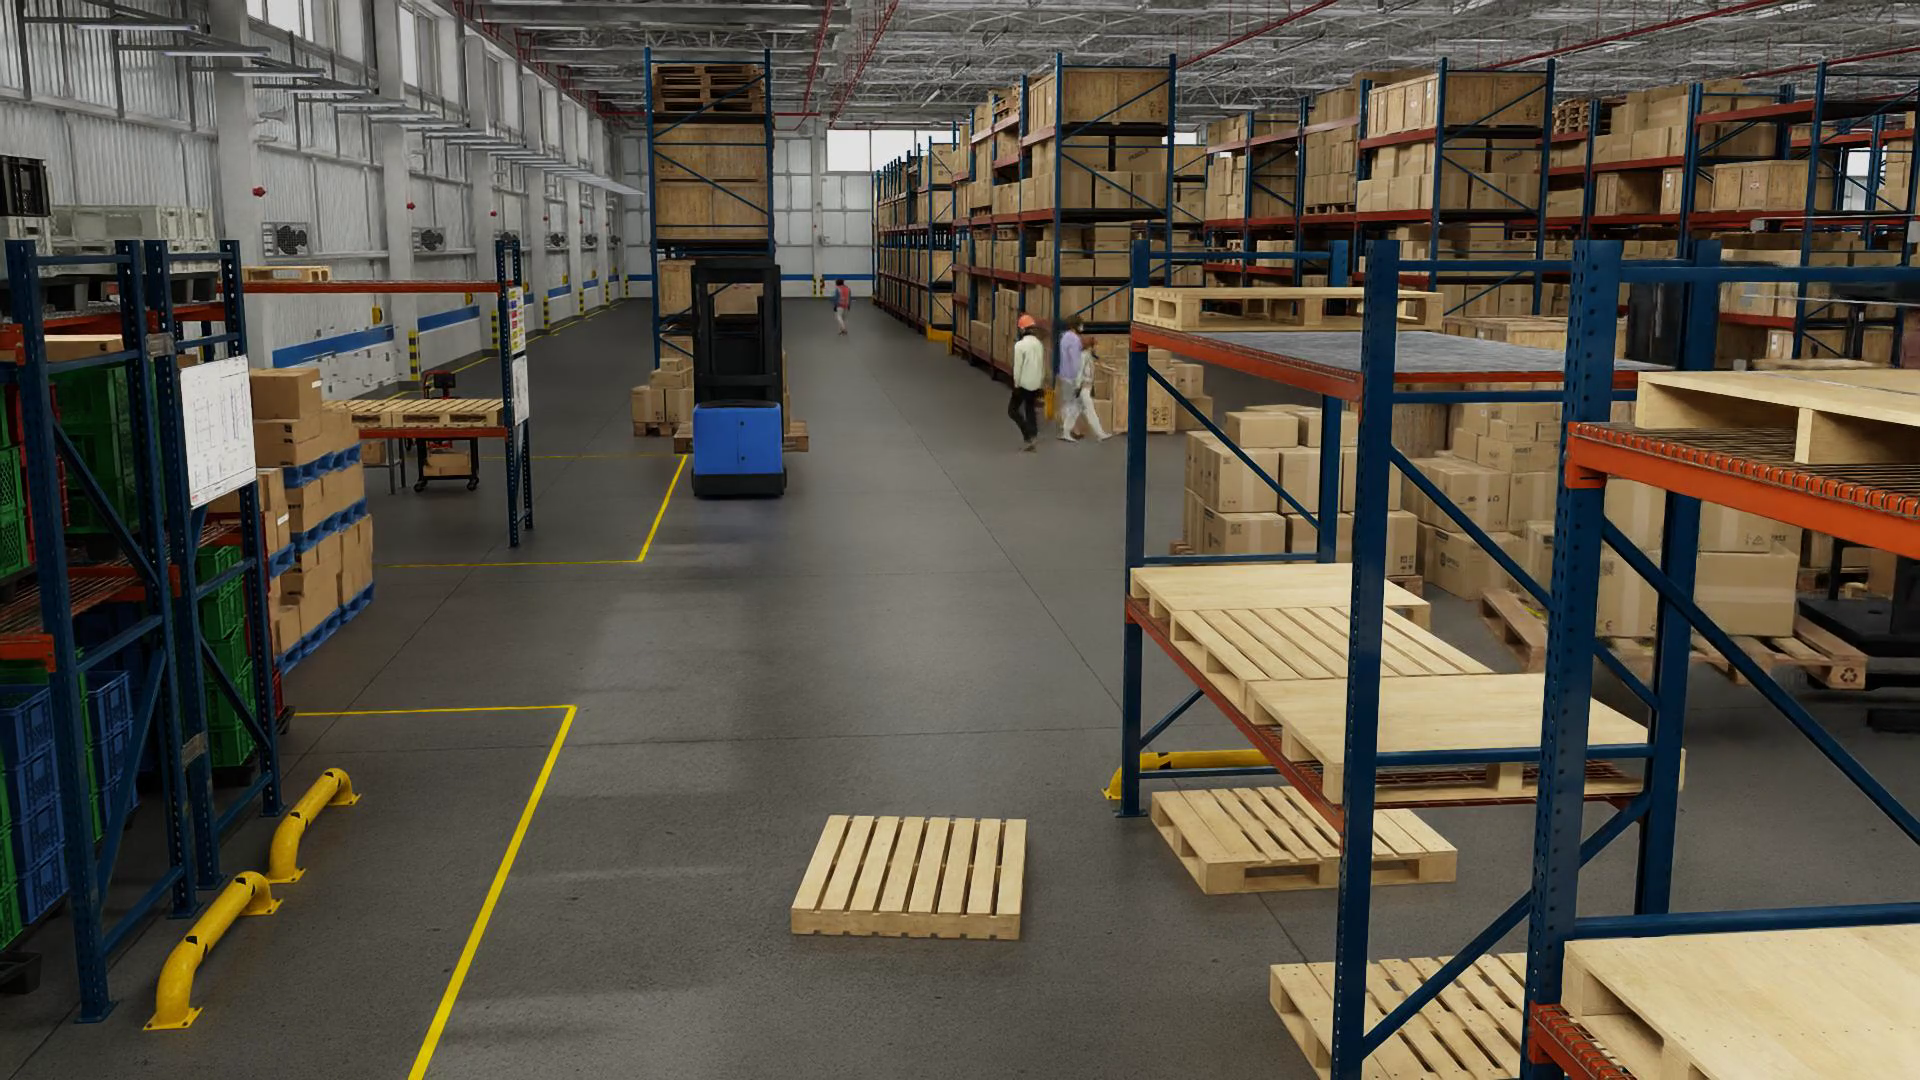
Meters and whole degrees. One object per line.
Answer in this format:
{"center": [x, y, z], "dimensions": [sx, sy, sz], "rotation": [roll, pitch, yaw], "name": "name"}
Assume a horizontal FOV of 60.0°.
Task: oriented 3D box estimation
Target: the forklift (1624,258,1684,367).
{"center": [7.834, -1.788, 18.838], "dimensions": [1.873, 2.768, 1.129], "rotation": [-1, 10, -7], "name": "forklift"}

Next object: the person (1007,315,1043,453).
{"center": [0.940, -2.214, 23.695], "dimensions": [0.439, 1.976, 0.652], "rotation": [9, 13, 40], "name": "person"}

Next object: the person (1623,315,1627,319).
{"center": [13.230, -3.805, 32.721], "dimensions": [0.608, 1.915, 0.992], "rotation": [-3, 11, -15], "name": "person"}

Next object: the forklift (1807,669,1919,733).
{"center": [6.589, -0.257, 10.356], "dimensions": [1.873, 2.768, 1.129], "rotation": [1, 10, 7], "name": "forklift"}

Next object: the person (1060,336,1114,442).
{"center": [1.910, -2.259, 25.020], "dimensions": [0.861, 1.579, 0.565], "rotation": [2, 10, 11], "name": "person"}

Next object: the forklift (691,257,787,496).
{"center": [-2.687, -2.014, 20.092], "dimensions": [1.129, 2.768, 1.873], "rotation": [-1, 10, -6], "name": "forklift"}

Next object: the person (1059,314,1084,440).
{"center": [1.729, -2.457, 25.193], "dimensions": [0.437, 1.925, 0.658], "rotation": [-2, 10, -11], "name": "person"}

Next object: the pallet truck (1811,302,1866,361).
{"center": [15.846, -3.142, 28.793], "dimensions": [1.885, 1.965, 0.823], "rotation": [2, 10, 12], "name": "pallet truck"}

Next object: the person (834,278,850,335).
{"center": [-3.736, -7.520, 53.578], "dimensions": [0.760, 1.828, 0.568], "rotation": [-10, 14, -44], "name": "person"}

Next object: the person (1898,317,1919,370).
{"center": [15.443, -2.695, 26.721], "dimensions": [1.036, 1.855, 0.644], "rotation": [-2, 10, -12], "name": "person"}
